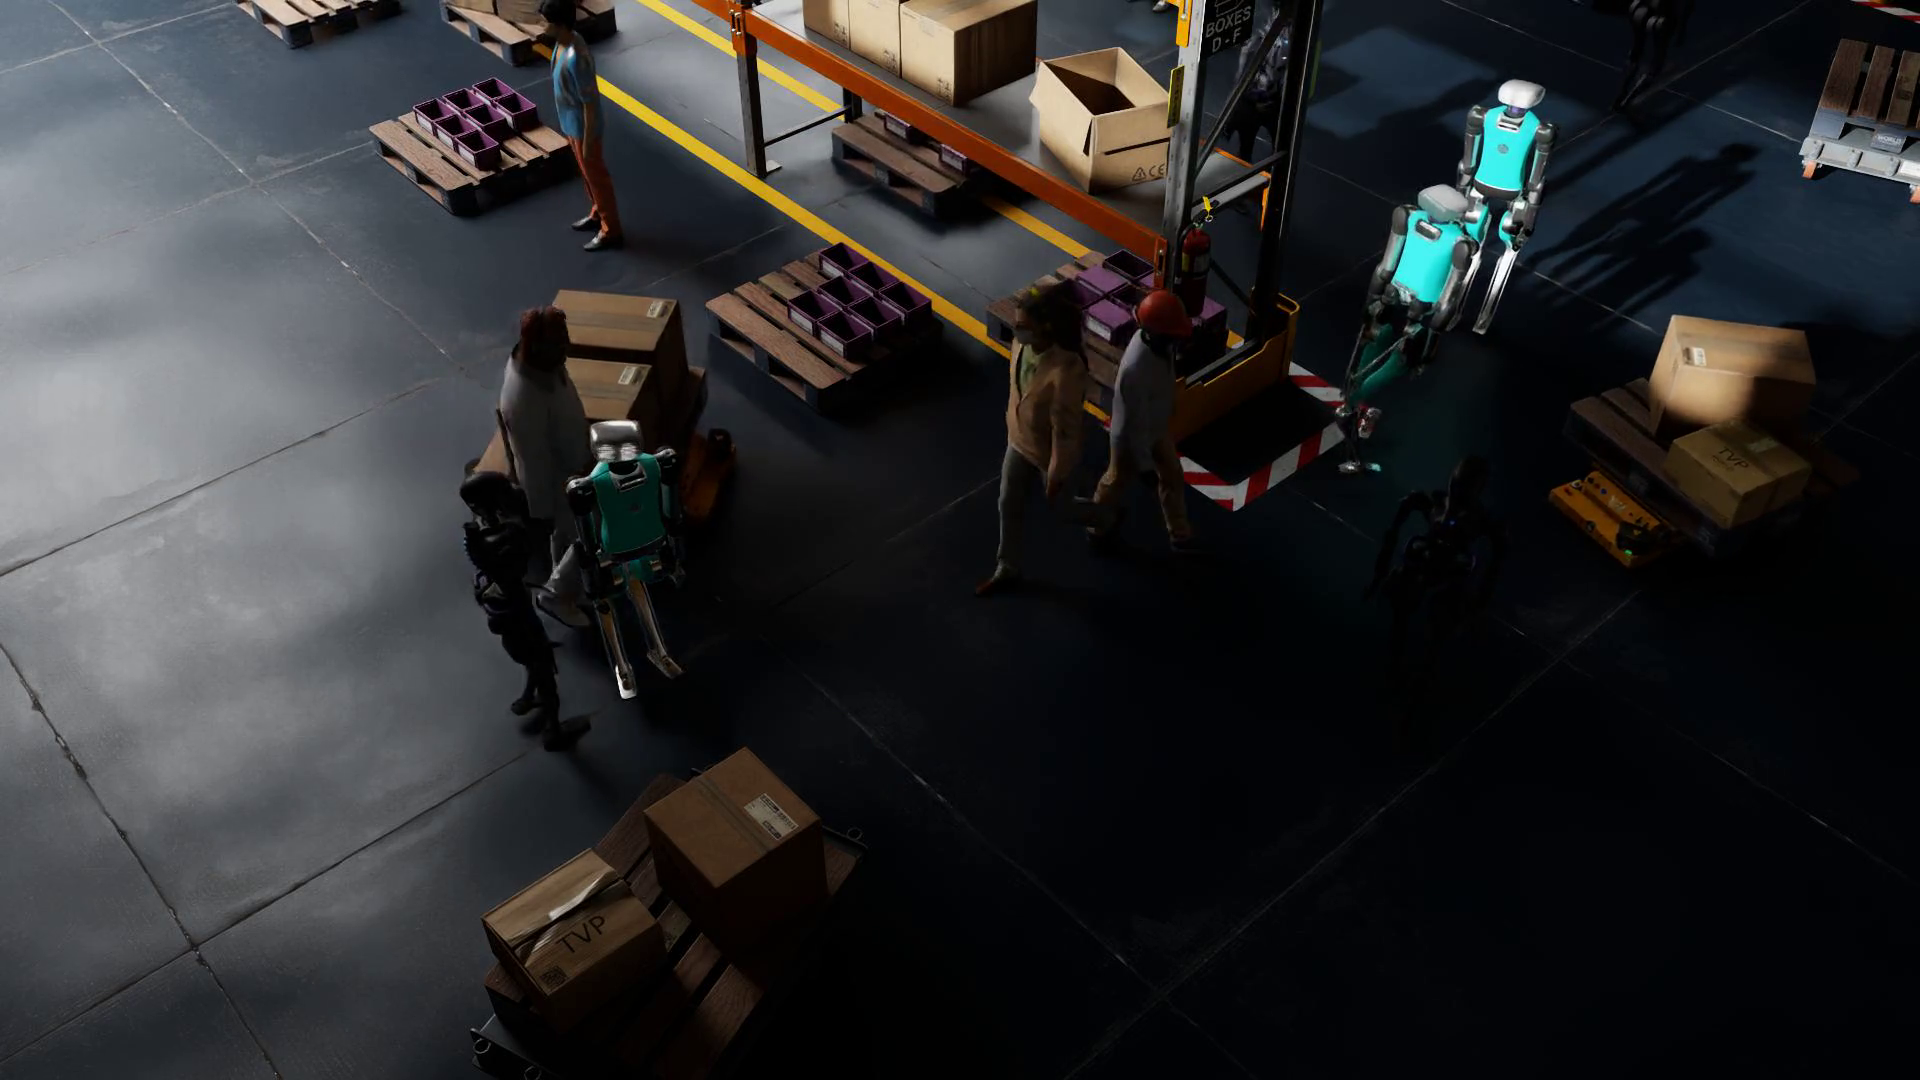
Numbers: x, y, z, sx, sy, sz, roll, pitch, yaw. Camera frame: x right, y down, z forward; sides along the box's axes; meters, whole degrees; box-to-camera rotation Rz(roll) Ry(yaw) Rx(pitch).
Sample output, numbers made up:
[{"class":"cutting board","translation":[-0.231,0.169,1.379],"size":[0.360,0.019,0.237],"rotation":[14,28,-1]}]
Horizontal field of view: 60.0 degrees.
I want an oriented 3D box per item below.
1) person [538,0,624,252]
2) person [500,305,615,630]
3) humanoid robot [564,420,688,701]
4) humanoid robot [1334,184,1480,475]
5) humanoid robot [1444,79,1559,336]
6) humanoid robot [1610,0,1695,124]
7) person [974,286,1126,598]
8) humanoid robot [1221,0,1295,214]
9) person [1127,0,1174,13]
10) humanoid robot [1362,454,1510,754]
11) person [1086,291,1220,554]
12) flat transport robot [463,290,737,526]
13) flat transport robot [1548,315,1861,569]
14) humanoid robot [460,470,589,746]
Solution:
[{"class":"person","translation":[-2.506,-2.748,10.977],"size":[0.306,1.764,0.505],"rotation":[-16,45,-17]},{"class":"person","translation":[-1.982,-0.345,8.275],"size":[0.431,1.880,0.661],"rotation":[-6,43,-7]},{"class":"humanoid robot","translation":[-1.611,0.013,7.898],"size":[0.533,1.676,0.735],"rotation":[-21,47,-22]},{"class":"humanoid robot","translation":[2.291,-1.054,9.167],"size":[0.877,1.741,0.533],"rotation":[-28,50,-27]},{"class":"humanoid robot","translation":[3.337,-2.075,10.236],"size":[0.541,1.756,0.677],"rotation":[23,47,23]},{"class":"humanoid robot","translation":[5.154,-3.951,12.358],"size":[0.456,1.646,0.588],"rotation":[-13,44,-14]},{"class":"person","translation":[0.480,-0.519,8.504],"size":[0.845,1.844,0.555],"rotation":[-28,49,-27]},{"class":"humanoid robot","translation":[2.055,-2.955,11.273],"size":[0.609,1.635,0.430],"rotation":[-19,46,-19]},{"class":"person","translation":[1.677,-5.298,13.701],"size":[0.562,1.837,0.380],"rotation":[34,52,31]},{"class":"humanoid robot","translation":[2.183,0.253,7.789],"size":[0.589,1.629,0.649],"rotation":[17,45,18]},{"class":"person","translation":[1.052,-0.548,8.614],"size":[0.839,1.712,0.579],"rotation":[16,45,17]},{"class":"flat transport robot","translation":[-2.061,-0.421,9.553],"size":[1.431,0.231,0.659],"rotation":[6,43,6]},{"class":"flat transport robot","translation":[4.124,-0.308,9.429],"size":[1.431,0.231,0.659],"rotation":[-19,46,-19]},{"class":"humanoid robot","translation":[-2.029,0.325,7.692],"size":[0.344,1.651,0.589],"rotation":[-20,46,-20]}]
